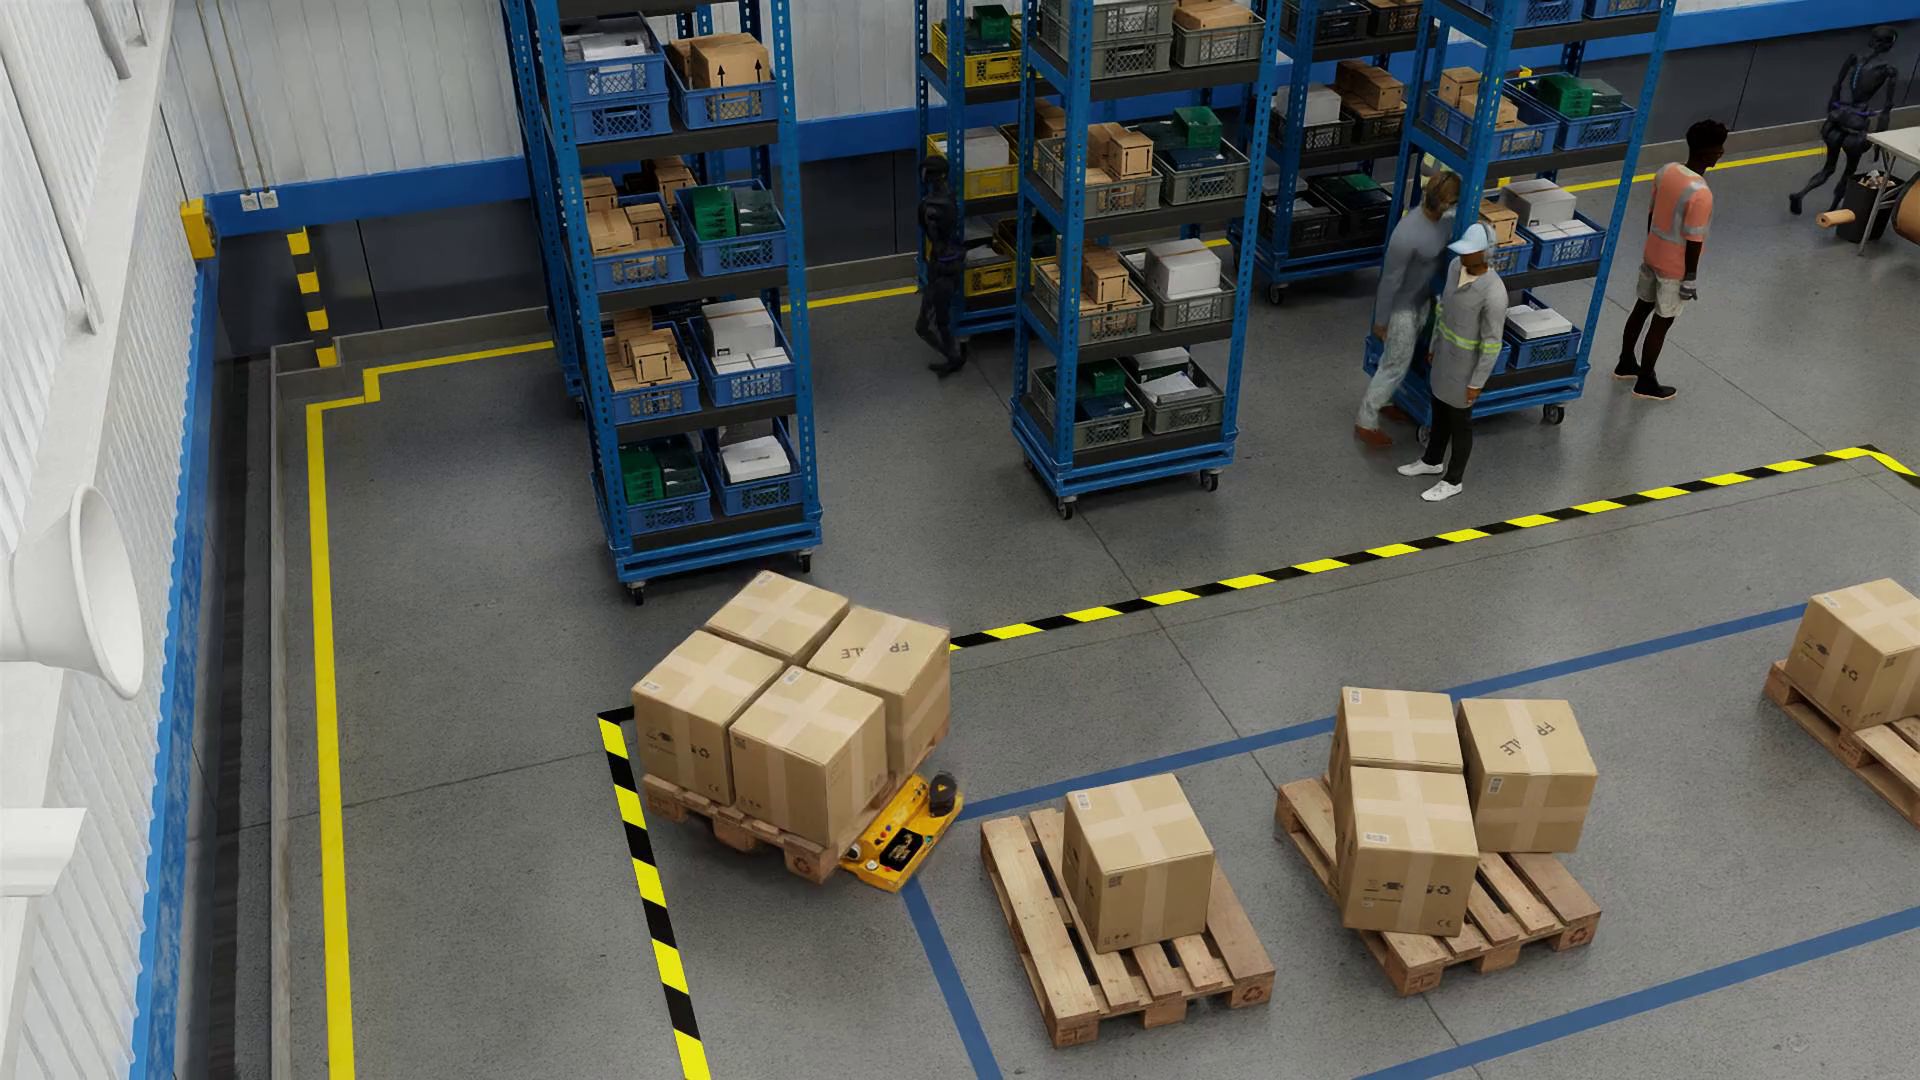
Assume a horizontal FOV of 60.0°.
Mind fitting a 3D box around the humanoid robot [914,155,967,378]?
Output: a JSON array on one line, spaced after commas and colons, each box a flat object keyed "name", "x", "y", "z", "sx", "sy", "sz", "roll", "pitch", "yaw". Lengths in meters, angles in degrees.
[{"name": "humanoid robot", "x": -0.122, "y": -1.874, "z": 11.487, "sx": 0.358, "sy": 1.639, "sz": 0.609, "roll": 6, "pitch": 36, "yaw": 8}]

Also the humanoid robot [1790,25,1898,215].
[{"name": "humanoid robot", "x": 7.261, "y": -3.376, "z": 13.621, "sx": 0.510, "sy": 1.637, "sz": 0.609, "roll": -14, "pitch": 38, "yaw": -19}]

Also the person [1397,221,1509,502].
[{"name": "person", "x": 3.040, "y": -1.099, "z": 10.239, "sx": 0.386, "sy": 1.850, "sz": 0.598, "roll": -9, "pitch": 36, "yaw": -12}]

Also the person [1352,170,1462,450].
[{"name": "person", "x": 2.928, "y": -1.528, "z": 10.800, "sx": 0.438, "sy": 1.915, "sz": 0.652, "roll": 25, "pitch": 42, "yaw": 31}]

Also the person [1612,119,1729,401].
[{"name": "person", "x": 4.825, "y": -1.896, "z": 11.271, "sx": 0.367, "sy": 1.966, "sz": 0.602, "roll": -4, "pitch": 35, "yaw": -6}]

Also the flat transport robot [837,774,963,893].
[{"name": "flat transport robot", "x": -0.765, "y": 1.228, "z": 8.291, "sx": 1.431, "sy": 0.197, "sz": 0.652, "roll": 18, "pitch": 39, "yaw": 23}]

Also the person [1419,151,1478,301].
[{"name": "person", "x": 3.591, "y": -2.545, "z": 12.299, "sx": 0.429, "sy": 1.842, "sz": 0.632, "roll": 6, "pitch": 36, "yaw": 8}]
